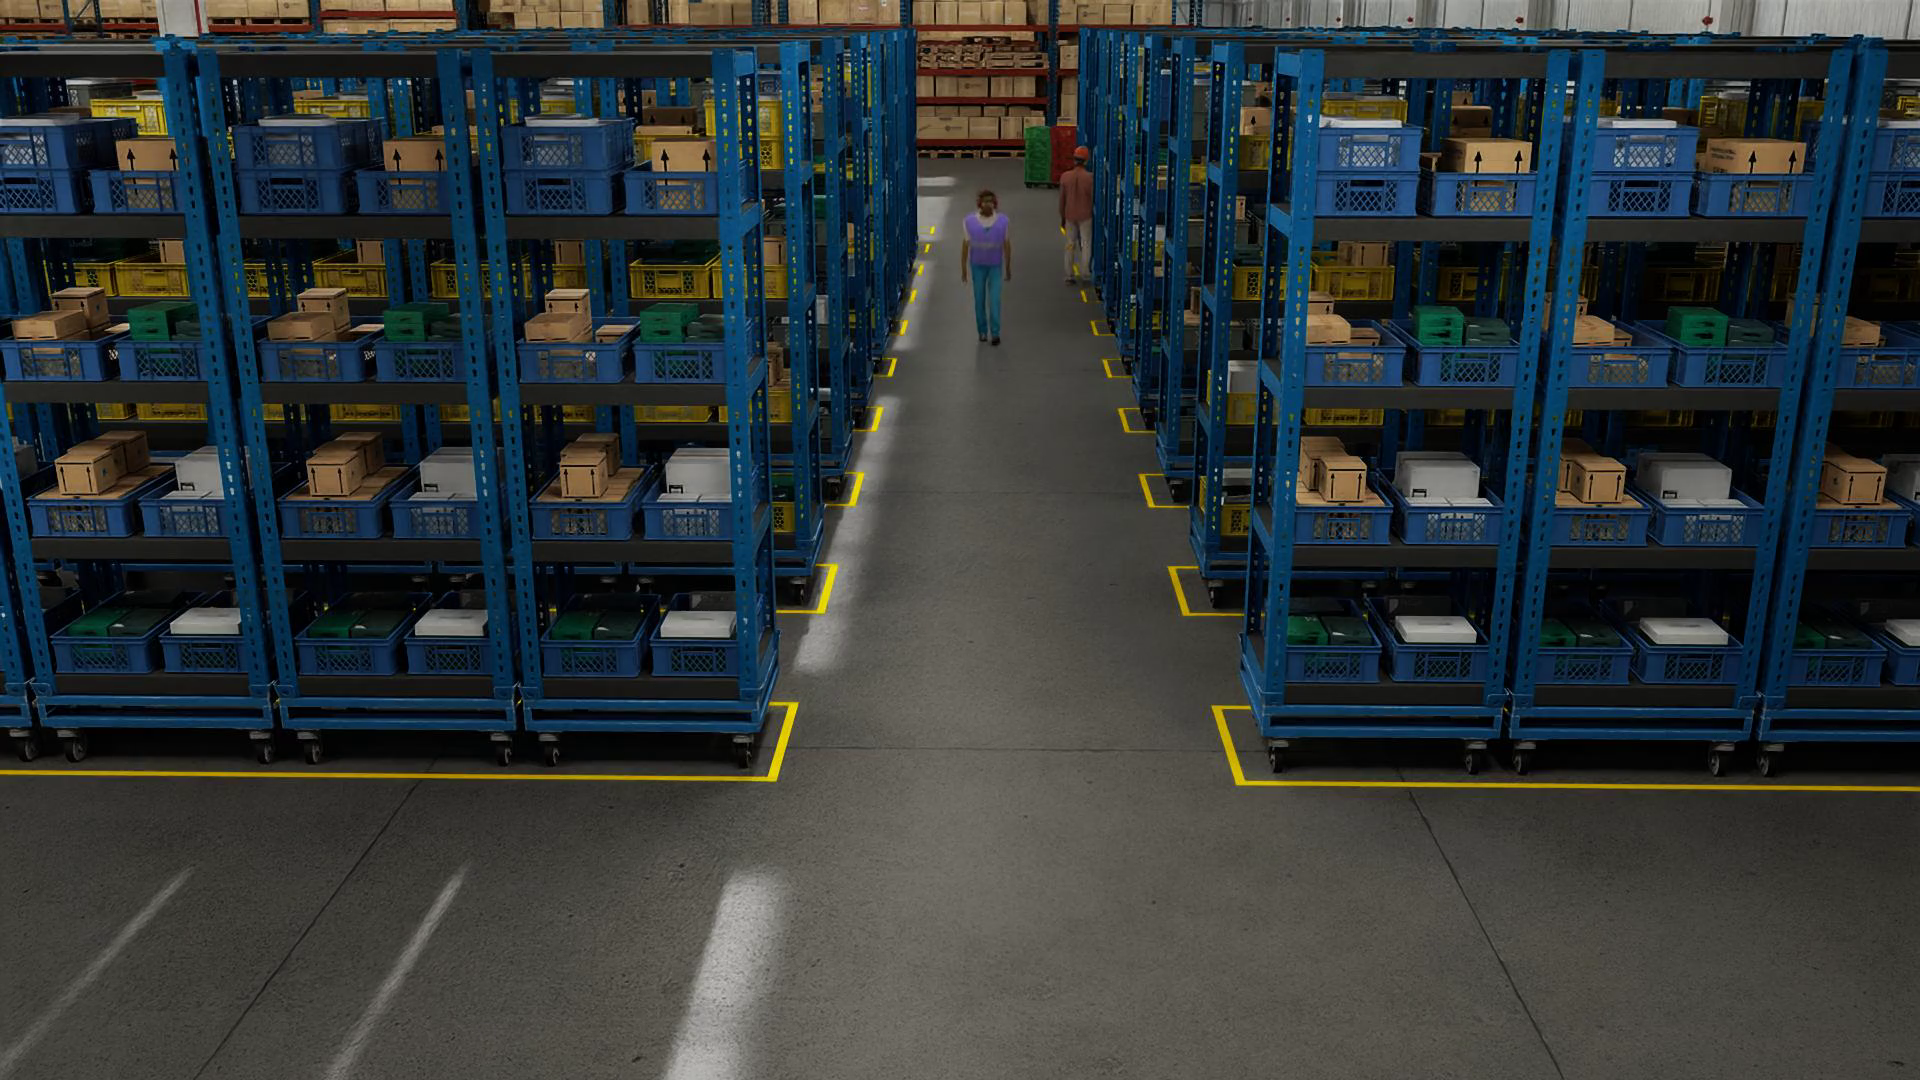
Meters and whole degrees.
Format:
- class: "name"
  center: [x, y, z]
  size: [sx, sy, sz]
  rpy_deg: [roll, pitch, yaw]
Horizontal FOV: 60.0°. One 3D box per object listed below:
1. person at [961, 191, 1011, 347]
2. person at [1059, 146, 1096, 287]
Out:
- class: "person"
  center: [0.313, -3.184, 19.552]
  size: [0.593, 1.796, 0.935]
  rpy_deg: [0, 17, -1]
- class: "person"
  center: [1.726, -4.643, 23.890]
  size: [0.617, 1.993, 0.396]
  rpy_deg: [10, 20, 28]
